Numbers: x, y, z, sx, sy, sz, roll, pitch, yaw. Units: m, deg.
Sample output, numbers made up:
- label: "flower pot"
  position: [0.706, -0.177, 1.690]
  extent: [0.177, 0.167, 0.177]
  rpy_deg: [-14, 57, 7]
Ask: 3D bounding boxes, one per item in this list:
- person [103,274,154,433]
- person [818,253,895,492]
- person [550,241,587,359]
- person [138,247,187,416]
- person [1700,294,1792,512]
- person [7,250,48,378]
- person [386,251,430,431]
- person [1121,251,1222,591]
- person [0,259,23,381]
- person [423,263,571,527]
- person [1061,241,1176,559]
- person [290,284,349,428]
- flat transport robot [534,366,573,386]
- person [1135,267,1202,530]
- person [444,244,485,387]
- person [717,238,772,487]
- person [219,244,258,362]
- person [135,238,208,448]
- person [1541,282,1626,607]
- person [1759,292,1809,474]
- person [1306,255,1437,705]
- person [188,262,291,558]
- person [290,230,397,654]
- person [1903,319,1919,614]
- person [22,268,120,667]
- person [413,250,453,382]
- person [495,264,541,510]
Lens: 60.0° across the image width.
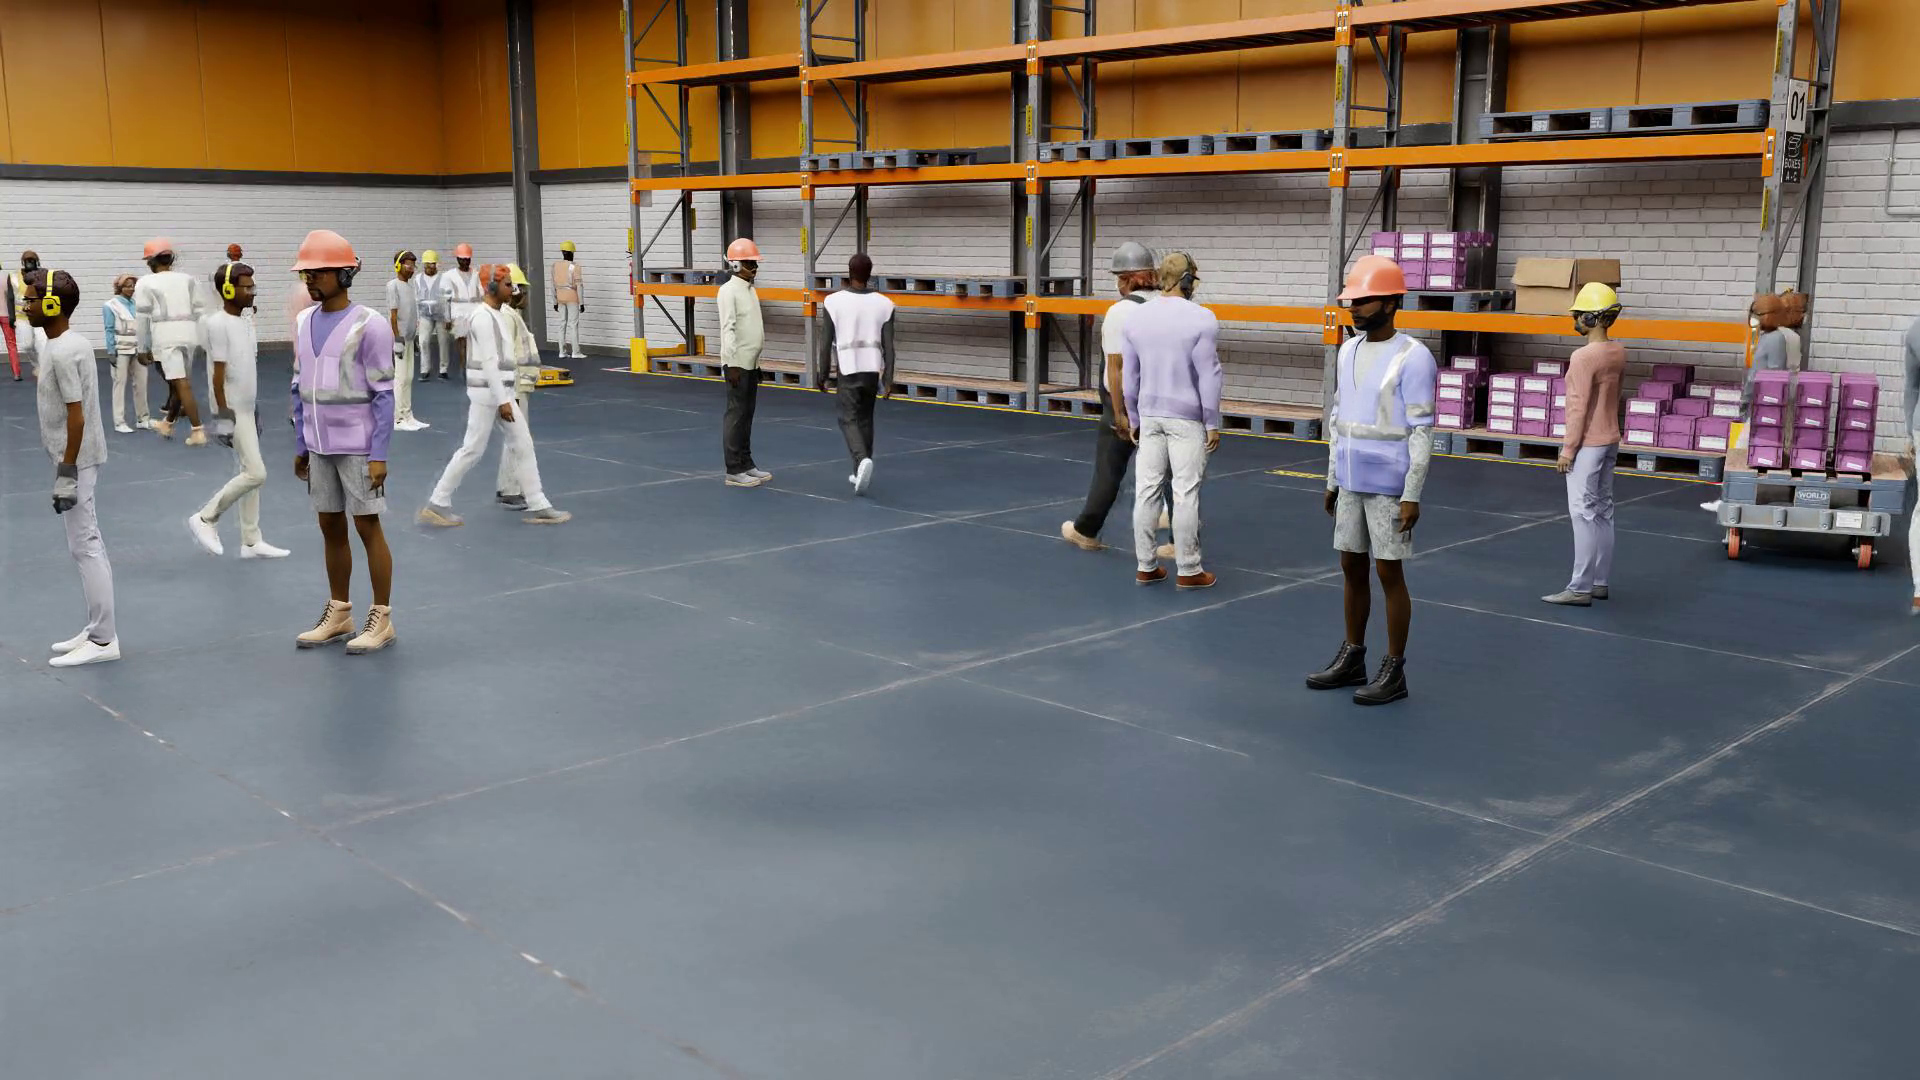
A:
- label: "person"
  position: [-8.562, -1.919, 17.140]
  extent: [0.316, 1.632, 0.515]
  rpy_deg: [5, 11, 25]
- label: "person"
  position: [-0.789, -1.328, 13.216]
  extent: [0.592, 1.889, 0.850]
  rpy_deg: [-4, 11, -21]
- label: "person"
  position: [-6.427, -3.940, 27.337]
  extent: [0.595, 1.925, 0.374]
  rpy_deg: [4, 11, 22]
- label: "person"
  position: [-8.853, -2.348, 18.628]
  extent: [0.860, 1.942, 0.609]
  rpy_deg: [8, 13, 38]
- label: "person"
  position: [5.744, -0.973, 12.040]
  extent: [0.740, 1.597, 0.549]
  rpy_deg: [5, 11, 24]
- label: "person"
  position: [-12.707, -3.067, 22.862]
  extent: [0.636, 1.823, 0.598]
  rpy_deg: [-3, 11, -15]
- label: "person"
  position: [-5.768, -2.072, 17.328]
  extent: [0.332, 1.865, 0.520]
  rpy_deg: [1, 10, 4]
- label: "person"
  position: [1.214, -0.673, 9.511]
  extent: [0.627, 1.933, 0.371]
  rpy_deg: [8, 13, 38]
- label: "person"
  position: [-13.307, -3.066, 23.016]
  extent: [0.529, 1.765, 0.327]
  rpy_deg: [-6, 12, -31]
- label: "person"
  position: [-3.290, -0.997, 11.563]
  extent: [0.984, 1.840, 0.587]
  rpy_deg: [0, 10, 1]
- label: "person"
  position: [1.123, -0.905, 10.478]
  extent: [0.695, 2.000, 1.006]
  rpy_deg: [-8, 13, -36]
- label: "person"
  position: [-6.065, -1.794, 15.811]
  extent: [0.877, 1.874, 0.649]
  rpy_deg: [3, 11, 16]
- label: "flat transport robot"
  position: [-5.844, -2.245, 22.614]
  extent: [0.652, 0.197, 1.431]
  rpy_deg: [-7, 13, -35]
- label: "person"
  position: [1.455, -0.962, 11.401]
  extent: [0.567, 1.826, 0.629]
  rpy_deg: [-3, 11, -13]
- label: "person"
  position: [-6.554, -2.992, 22.227]
  extent: [0.566, 1.894, 0.914]
  rpy_deg: [-6, 12, -30]
- label: "person"
  position: [-1.760, -1.441, 13.525]
  extent: [0.376, 1.995, 0.608]
  rpy_deg: [2, 11, 12]
- label: "person"
  position: [-11.461, -3.754, 26.448]
  extent: [0.572, 1.883, 0.358]
  rpy_deg: [-9, 14, -41]
- label: "person"
  position: [-7.638, -1.894, 16.013]
  extent: [1.057, 1.983, 0.613]
  rpy_deg: [6, 12, 31]
- label: "person"
  position: [3.437, -0.517, 9.116]
  extent: [0.314, 1.769, 0.525]
  rpy_deg: [10, 14, 43]
- label: "person"
  position: [6.031, -1.003, 12.213]
  extent: [0.335, 1.619, 0.511]
  rpy_deg: [0, 10, -2]
- label: "person"
  position: [1.775, -0.254, 7.211]
  extent: [0.363, 1.935, 0.553]
  rpy_deg: [-6, 12, -29]
- label: "person"
  position: [-4.503, -0.782, 10.310]
  extent: [0.473, 1.857, 0.549]
  rpy_deg: [-1, 10, -5]
- label: "person"
  position: [-3.009, -0.465, 8.074]
  extent: [0.607, 2.044, 0.372]
  rpy_deg: [5, 11, 25]
- label: "person"
  position: [5.311, -0.543, 8.826]
  extent: [0.446, 1.921, 0.654]
  rpy_deg: [-5, 11, -24]
- label: "person"
  position: [-4.213, -0.340, 7.862]
  extent: [0.329, 1.873, 0.514]
  rpy_deg: [-5, 11, -23]
- label: "person"
  position: [-7.299, -3.092, 23.026]
  extent: [0.601, 1.801, 0.744]
  rpy_deg: [0, 10, -1]
- label: "person"
  position: [-3.331, -1.136, 12.414]
  extent: [0.404, 1.786, 0.719]
  rpy_deg: [-2, 11, -13]
